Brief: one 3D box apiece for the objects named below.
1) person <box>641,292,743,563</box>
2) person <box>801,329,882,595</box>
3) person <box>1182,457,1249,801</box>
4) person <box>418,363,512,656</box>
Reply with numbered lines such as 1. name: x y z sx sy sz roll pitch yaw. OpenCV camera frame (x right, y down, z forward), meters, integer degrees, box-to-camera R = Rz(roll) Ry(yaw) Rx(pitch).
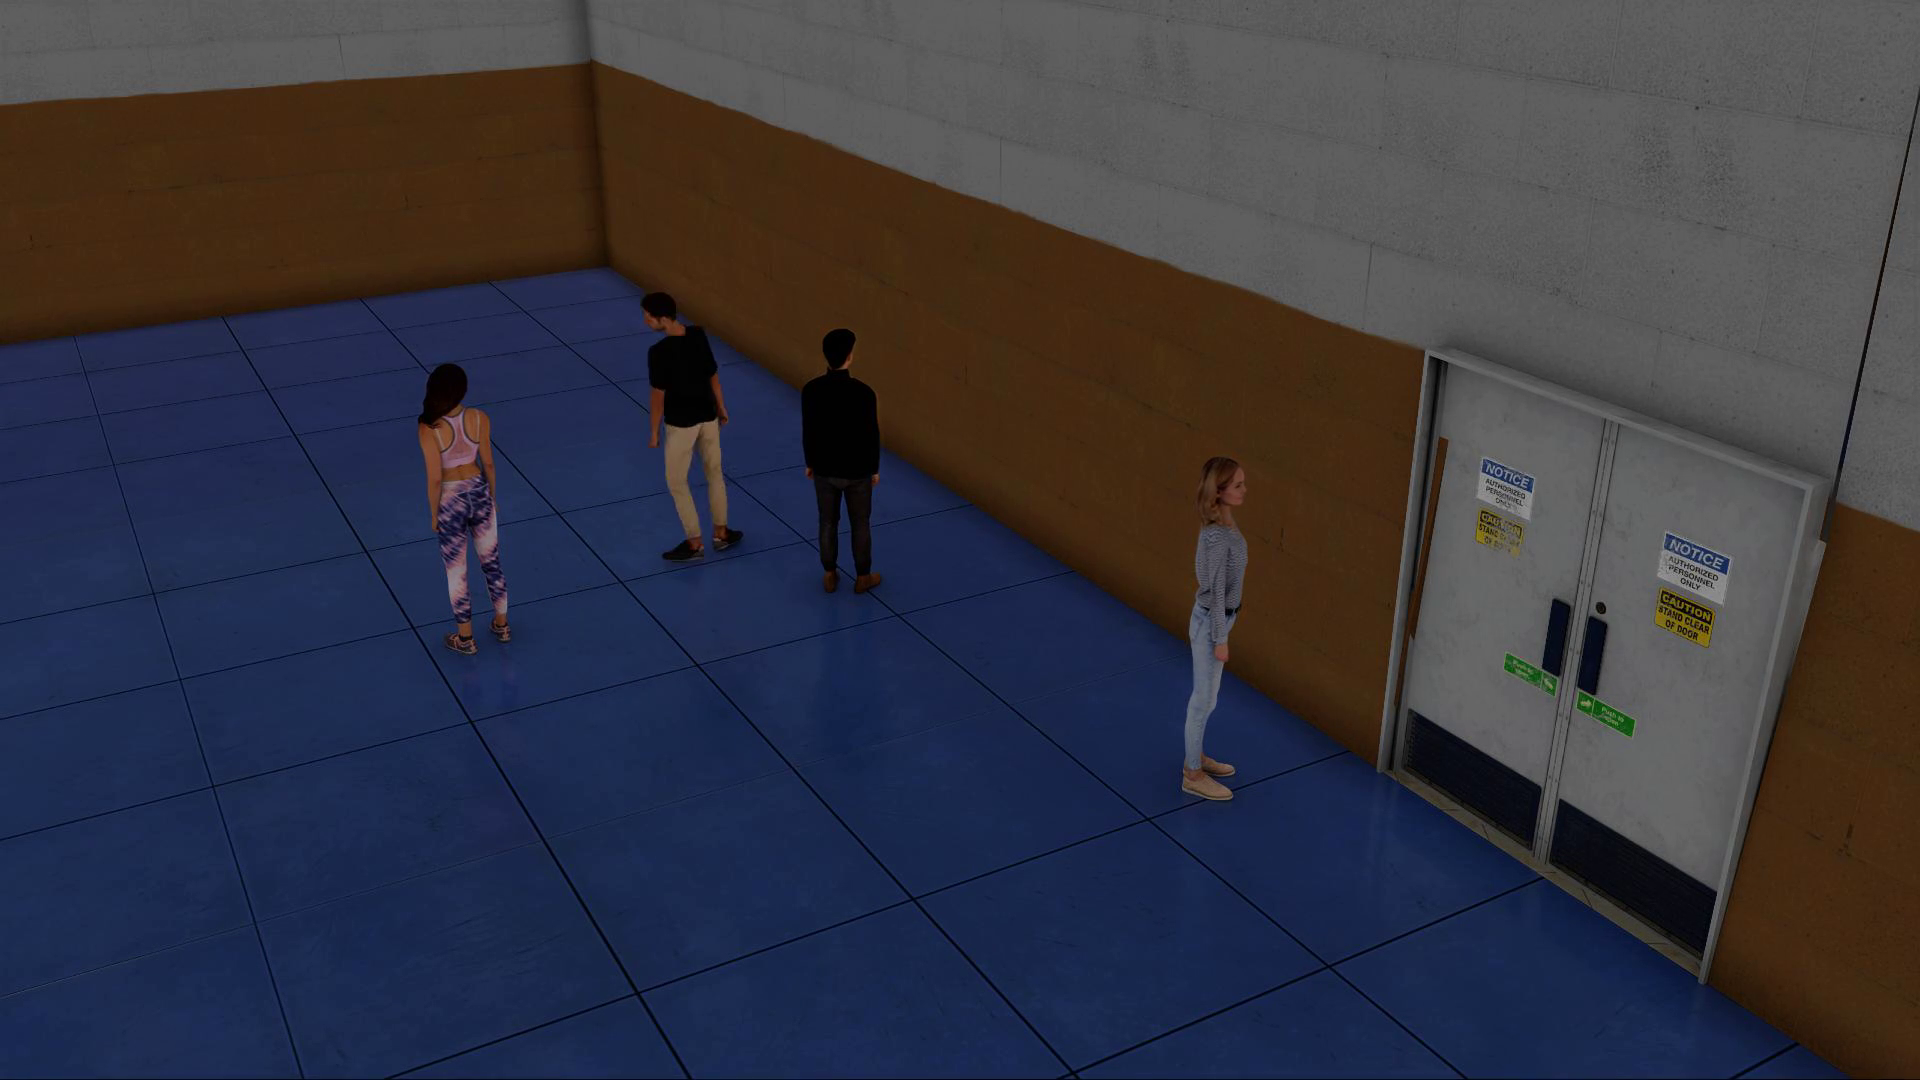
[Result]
1. person: -1.705 -0.767 10.934 0.628 1.817 0.920 -14 27 -29
2. person: -0.740 -0.487 10.443 0.711 1.723 0.778 5 24 12
3. person: 1.255 0.431 8.254 0.714 1.796 0.665 5 24 11
4. person: -2.891 -0.186 9.704 0.538 1.765 0.688 -19 30 -37
